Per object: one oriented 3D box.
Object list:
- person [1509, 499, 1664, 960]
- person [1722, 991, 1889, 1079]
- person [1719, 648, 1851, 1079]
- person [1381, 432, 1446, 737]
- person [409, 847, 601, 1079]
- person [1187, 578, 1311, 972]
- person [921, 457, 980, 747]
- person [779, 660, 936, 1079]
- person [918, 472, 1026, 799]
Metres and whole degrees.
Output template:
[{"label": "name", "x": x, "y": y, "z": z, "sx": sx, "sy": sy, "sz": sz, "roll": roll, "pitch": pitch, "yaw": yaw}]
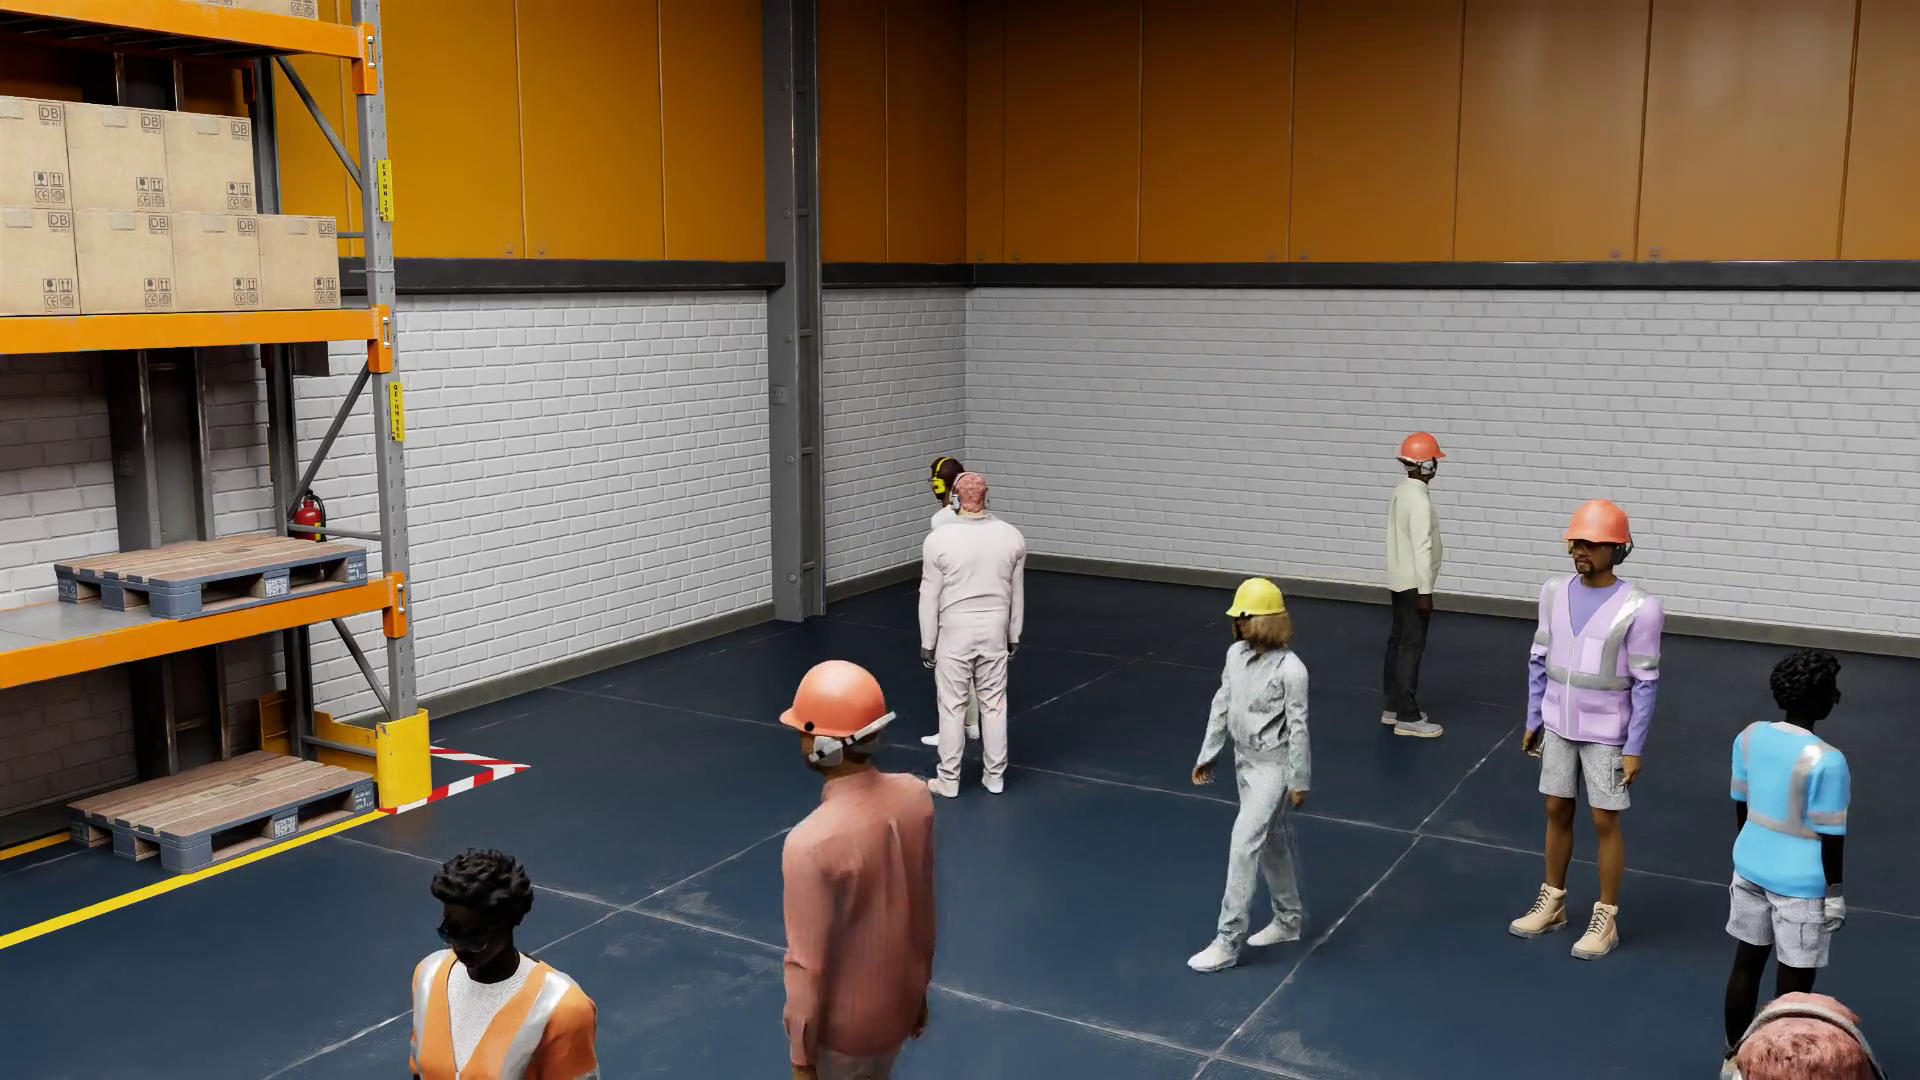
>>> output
[{"label": "person", "x": 2.784, "y": 0.832, "z": 7.411, "sx": 0.365, "sy": 2.048, "sz": 0.608, "roll": -7, "pitch": 11, "yaw": -36}, {"label": "person", "x": 1.323, "y": 1.663, "z": 2.700, "sx": 0.642, "sy": 1.899, "sz": 0.395, "roll": 7, "pitch": 11, "yaw": 37}, {"label": "person", "x": 3.003, "y": 1.227, "z": 6.031, "sx": 0.321, "sy": 1.697, "sz": 0.530, "roll": -2, "pitch": 9, "yaw": -12}, {"label": "person", "x": 2.994, "y": 0.286, "z": 10.969, "sx": 0.371, "sy": 1.996, "sz": 0.622, "roll": 0, "pitch": 9, "yaw": 0}, {"label": "person", "x": -1.111, "y": 1.552, "z": 4.021, "sx": 0.532, "sy": 1.693, "sz": 0.319, "roll": 4, "pitch": 10, "yaw": 22}, {"label": "person", "x": 1.243, "y": 1.019, "z": 7.291, "sx": 0.795, "sy": 1.715, "sz": 0.501, "roll": -4, "pitch": 10, "yaw": -23}, {"label": "person", "x": -0.058, "y": 0.398, "z": 10.683, "sx": 0.310, "sy": 1.864, "sz": 0.532, "roll": 5, "pitch": 10, "yaw": 28}, {"label": "person", "x": -0.262, "y": 1.309, "z": 4.613, "sx": 0.500, "sy": 1.983, "sz": 0.628, "roll": 6, "pitch": 11, "yaw": 33}, {"label": "person", "x": 0.057, "y": 0.552, "z": 9.638, "sx": 0.646, "sy": 1.897, "sz": 0.398, "roll": -4, "pitch": 10, "yaw": -21}]
